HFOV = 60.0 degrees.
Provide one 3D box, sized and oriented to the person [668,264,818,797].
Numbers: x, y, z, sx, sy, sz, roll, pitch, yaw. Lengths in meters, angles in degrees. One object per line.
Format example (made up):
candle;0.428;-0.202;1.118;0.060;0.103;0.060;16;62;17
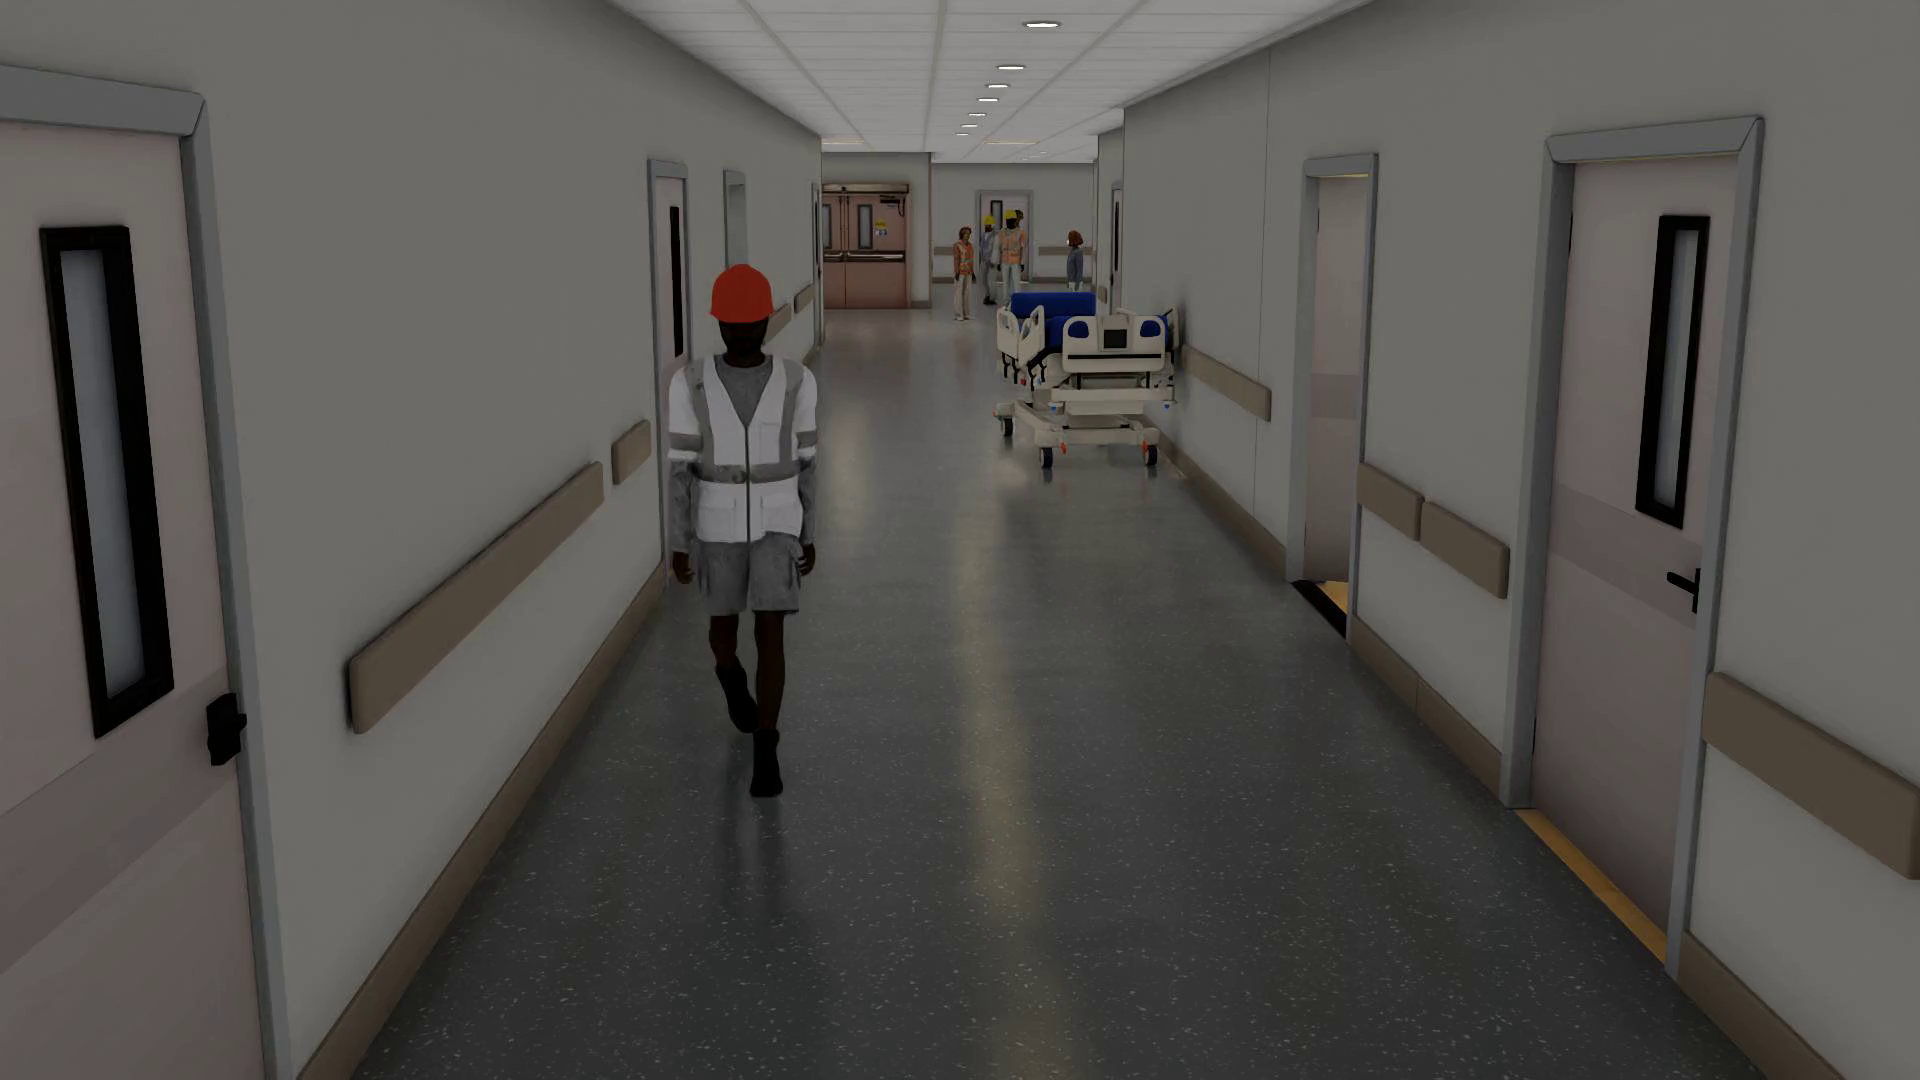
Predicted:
person;-0.805;-0.074;6.215;0.551;1.910;0.848;-2;12;-8

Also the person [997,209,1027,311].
person;0.969;-5.310;31.643;0.594;1.926;0.367;7;13;29

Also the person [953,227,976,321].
person;0.073;-4.701;29.379;0.313;1.642;0.513;10;16;41

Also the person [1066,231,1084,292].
person;1.800;-4.059;26.268;0.279;1.634;0.499;-3;12;-13

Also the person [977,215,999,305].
person;0.590;-5.631;33.505;0.432;1.805;0.592;-9;15;-37

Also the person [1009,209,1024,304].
person;1.081;-5.518;32.666;0.374;1.928;0.639;3;12;13
